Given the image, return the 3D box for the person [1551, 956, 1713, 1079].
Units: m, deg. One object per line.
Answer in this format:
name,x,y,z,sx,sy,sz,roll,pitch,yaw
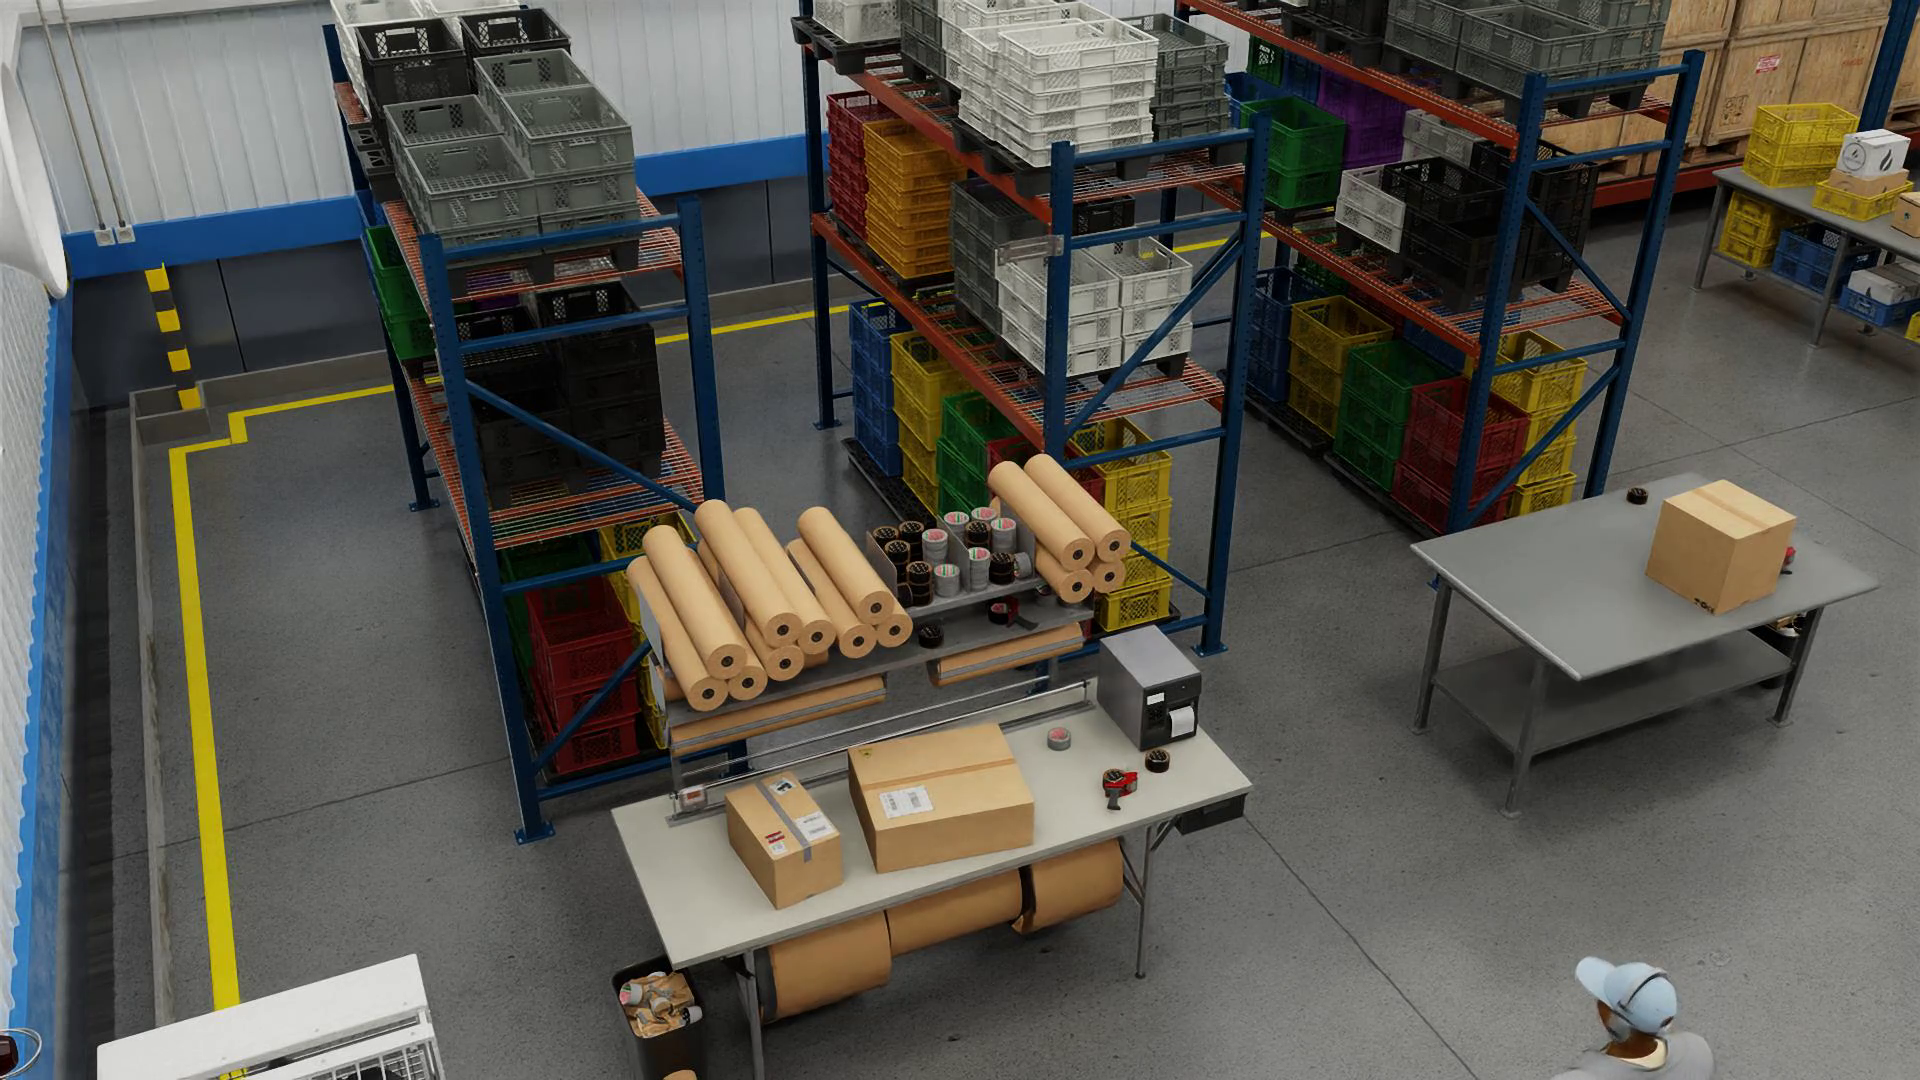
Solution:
person,1.954,2.002,5.209,0.596,1.851,0.382,-13,34,-20
